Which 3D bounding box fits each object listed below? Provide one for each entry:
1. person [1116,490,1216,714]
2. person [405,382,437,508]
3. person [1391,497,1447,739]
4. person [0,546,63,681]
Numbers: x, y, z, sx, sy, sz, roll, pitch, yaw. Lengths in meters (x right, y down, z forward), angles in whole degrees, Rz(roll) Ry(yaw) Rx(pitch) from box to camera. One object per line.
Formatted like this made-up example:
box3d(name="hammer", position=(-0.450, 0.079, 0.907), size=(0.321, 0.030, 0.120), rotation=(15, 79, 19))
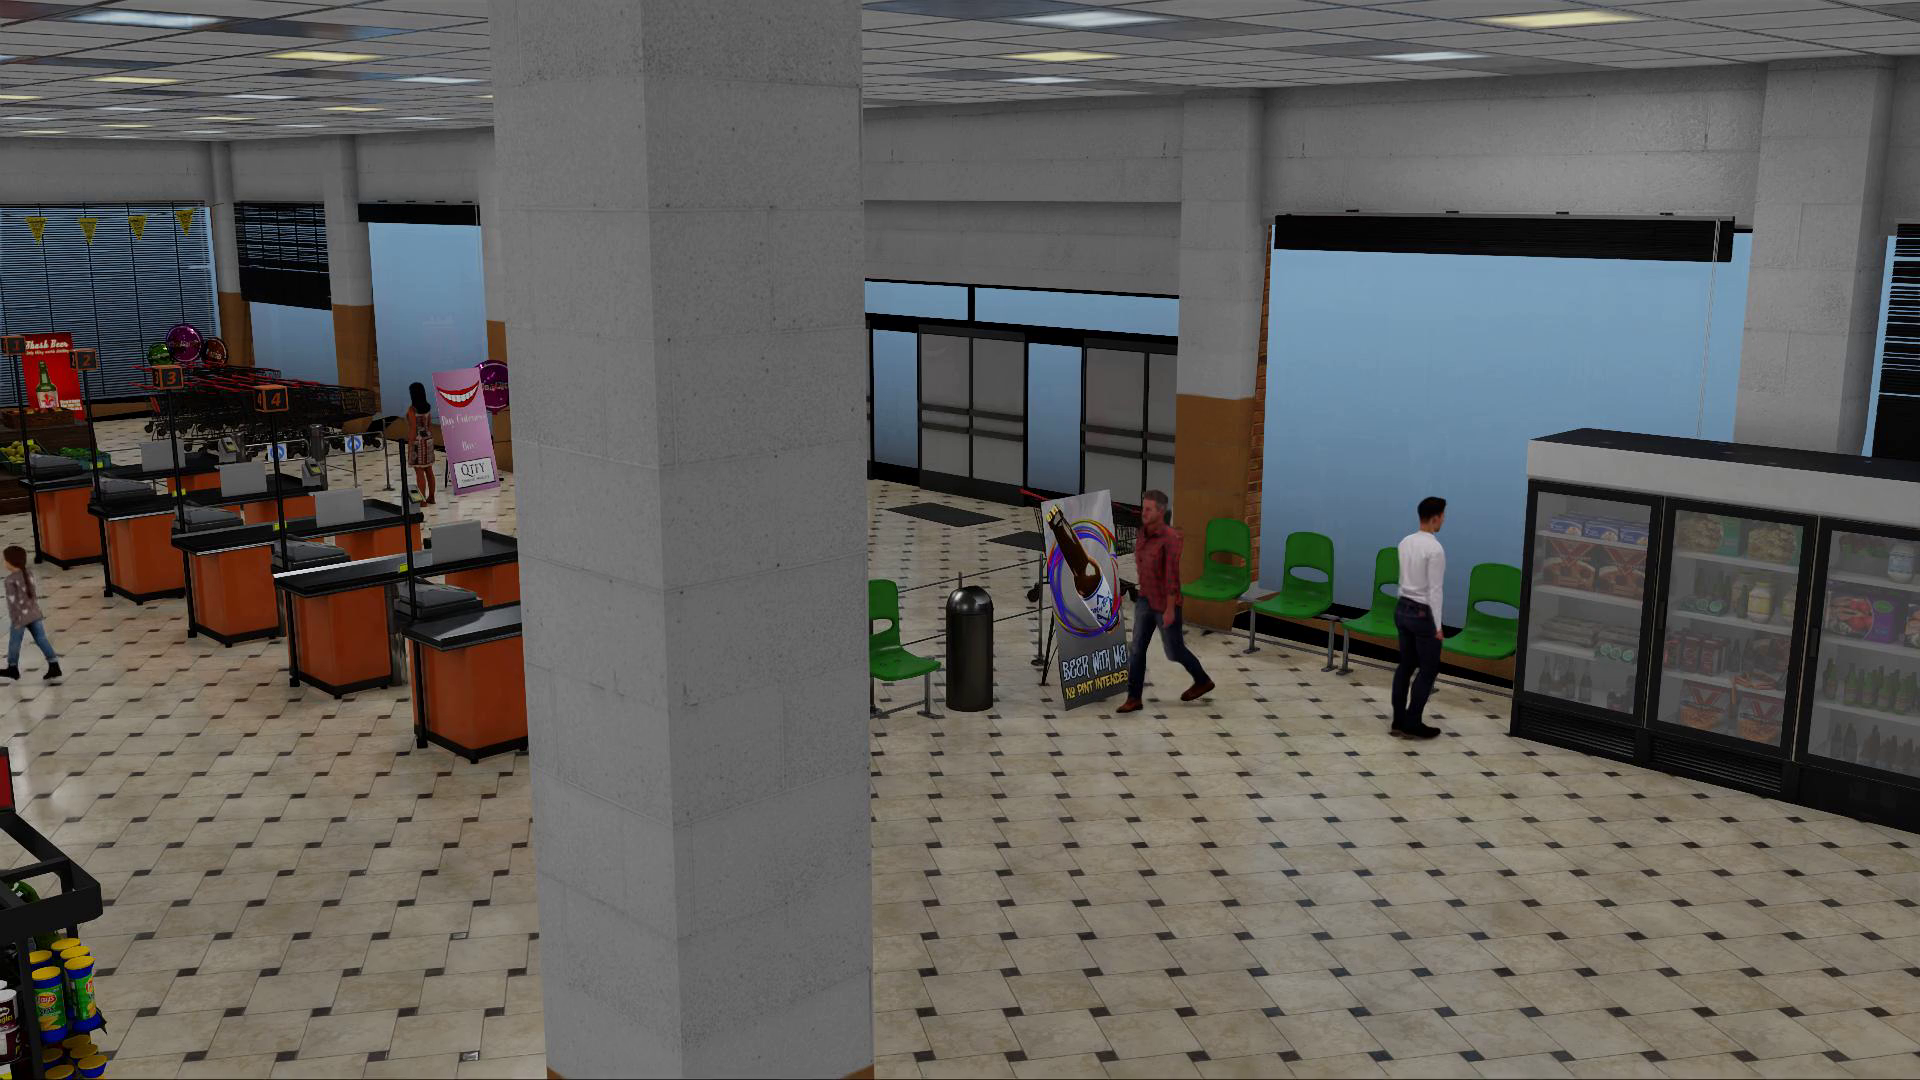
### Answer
box3d(name="person", position=(1.660, 0.496, 13.245), size=(1.180, 1.794, 0.838), rotation=(-6, 13, -27))
box3d(name="person", position=(-7.133, -1.272, 22.000), size=(0.784, 1.645, 0.640), rotation=(4, 12, 17))
box3d(name="person", position=(3.468, 0.591, 12.639), size=(0.723, 1.858, 0.713), rotation=(-5, 13, -22))
box3d(name="person", position=(-7.857, 0.641, 14.067), size=(0.752, 1.170, 0.843), rotation=(4, 13, 20))
